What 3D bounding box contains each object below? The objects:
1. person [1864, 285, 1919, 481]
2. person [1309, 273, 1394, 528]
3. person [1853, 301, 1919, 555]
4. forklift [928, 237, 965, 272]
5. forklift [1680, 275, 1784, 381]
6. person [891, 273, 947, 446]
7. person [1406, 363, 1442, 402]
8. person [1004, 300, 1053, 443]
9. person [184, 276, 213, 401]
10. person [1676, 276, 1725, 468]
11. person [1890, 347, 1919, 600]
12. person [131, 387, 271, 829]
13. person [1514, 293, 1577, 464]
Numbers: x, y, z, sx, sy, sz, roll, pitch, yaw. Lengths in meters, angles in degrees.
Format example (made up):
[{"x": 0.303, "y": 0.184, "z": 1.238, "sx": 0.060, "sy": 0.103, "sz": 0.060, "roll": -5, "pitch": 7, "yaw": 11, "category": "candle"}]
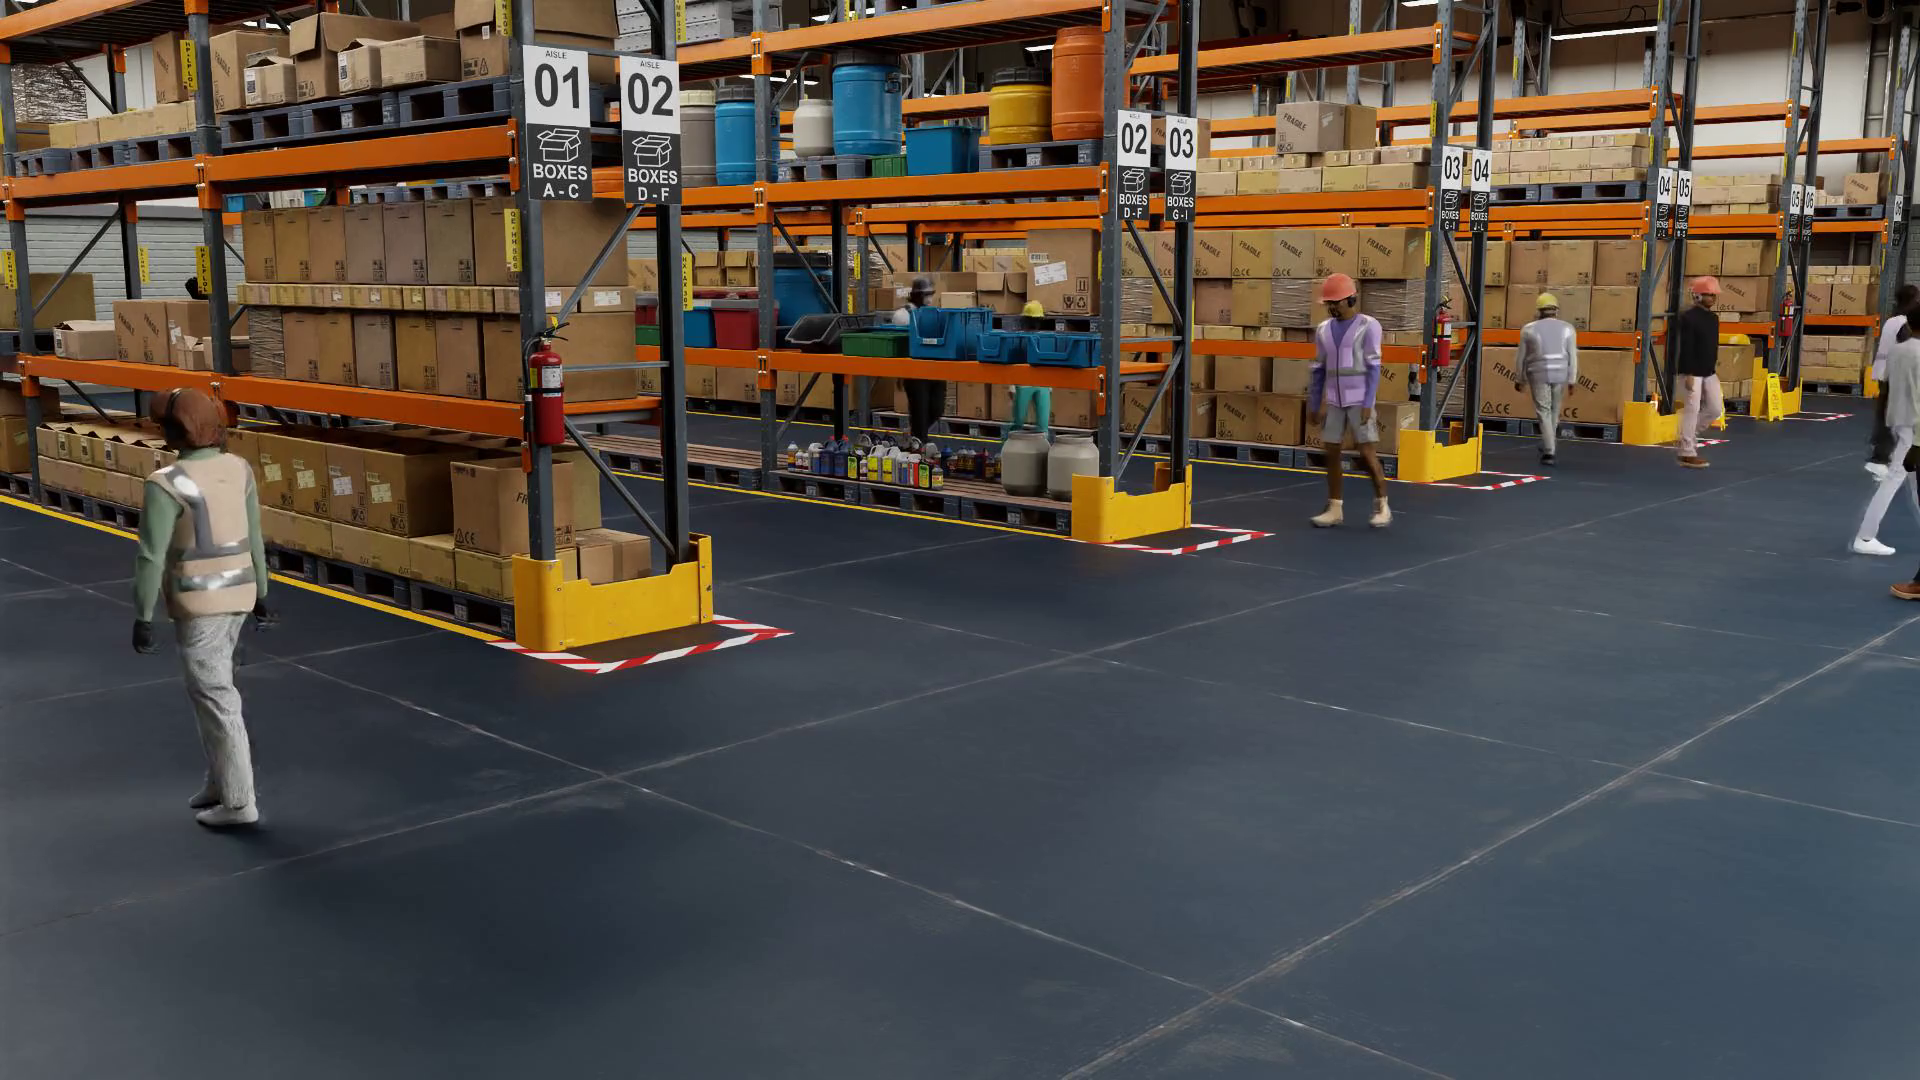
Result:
[{"x": 9.072, "y": -1.520, "z": 16.185, "sx": 0.457, "sy": 1.890, "sz": 0.651, "roll": 2, "pitch": 9, "yaw": 10, "category": "person"}, {"x": 3.093, "y": -1.092, "z": 13.160, "sx": 0.591, "sy": 2.014, "sz": 0.749, "roll": -7, "pitch": 12, "yaw": -39, "category": "person"}, {"x": 6.926, "y": -0.800, "z": 11.960, "sx": 0.968, "sy": 1.823, "sz": 0.519, "roll": 0, "pitch": 9, "yaw": -1, "category": "person"}, {"x": -0.326, "y": -5.817, "z": 39.609, "sx": 1.129, "sy": 2.768, "sz": 1.873, "roll": 9, "pitch": 13, "yaw": 43, "category": "forklift"}, {"x": 12.480, "y": -3.427, "z": 27.053, "sx": 1.214, "sy": 2.155, "sz": 2.313, "roll": 9, "pitch": 13, "yaw": 43, "category": "forklift"}, {"x": -0.421, "y": -1.781, "z": 17.434, "sx": 0.692, "sy": 2.000, "sz": 0.758, "roll": -7, "pitch": 12, "yaw": -37, "category": "person"}, {"x": 5.231, "y": -1.950, "z": 18.672, "sx": 0.545, "sy": 1.933, "sz": 0.376, "roll": -7, "pitch": 12, "yaw": -37, "category": "person"}, {"x": 0.708, "y": -1.604, "z": 17.137, "sx": 0.534, "sy": 1.737, "sz": 0.790, "roll": -4, "pitch": 10, "yaw": -24, "category": "person"}, {"x": -8.306, "y": -1.899, "z": 18.246, "sx": 0.361, "sy": 1.965, "sz": 0.613, "roll": 7, "pitch": 11, "yaw": 35, "category": "person"}, {"x": 7.669, "y": -1.738, "z": 17.225, "sx": 0.621, "sy": 1.978, "sz": 0.430, "roll": -5, "pitch": 11, "yaw": -29, "category": "person"}, {"x": 6.103, "y": -0.622, "z": 10.333, "sx": 0.614, "sy": 1.993, "sz": 0.395, "roll": -4, "pitch": 10, "yaw": -24, "category": "person"}, {"x": -2.813, "y": 0.254, "z": 6.077, "sx": 0.524, "sy": 1.617, "sz": 0.545, "roll": 2, "pitch": 10, "yaw": 13, "category": "person"}, {"x": 6.217, "y": -1.731, "z": 17.750, "sx": 0.587, "sy": 1.788, "sz": 0.856, "roll": -1, "pitch": 9, "yaw": -4, "category": "person"}]
